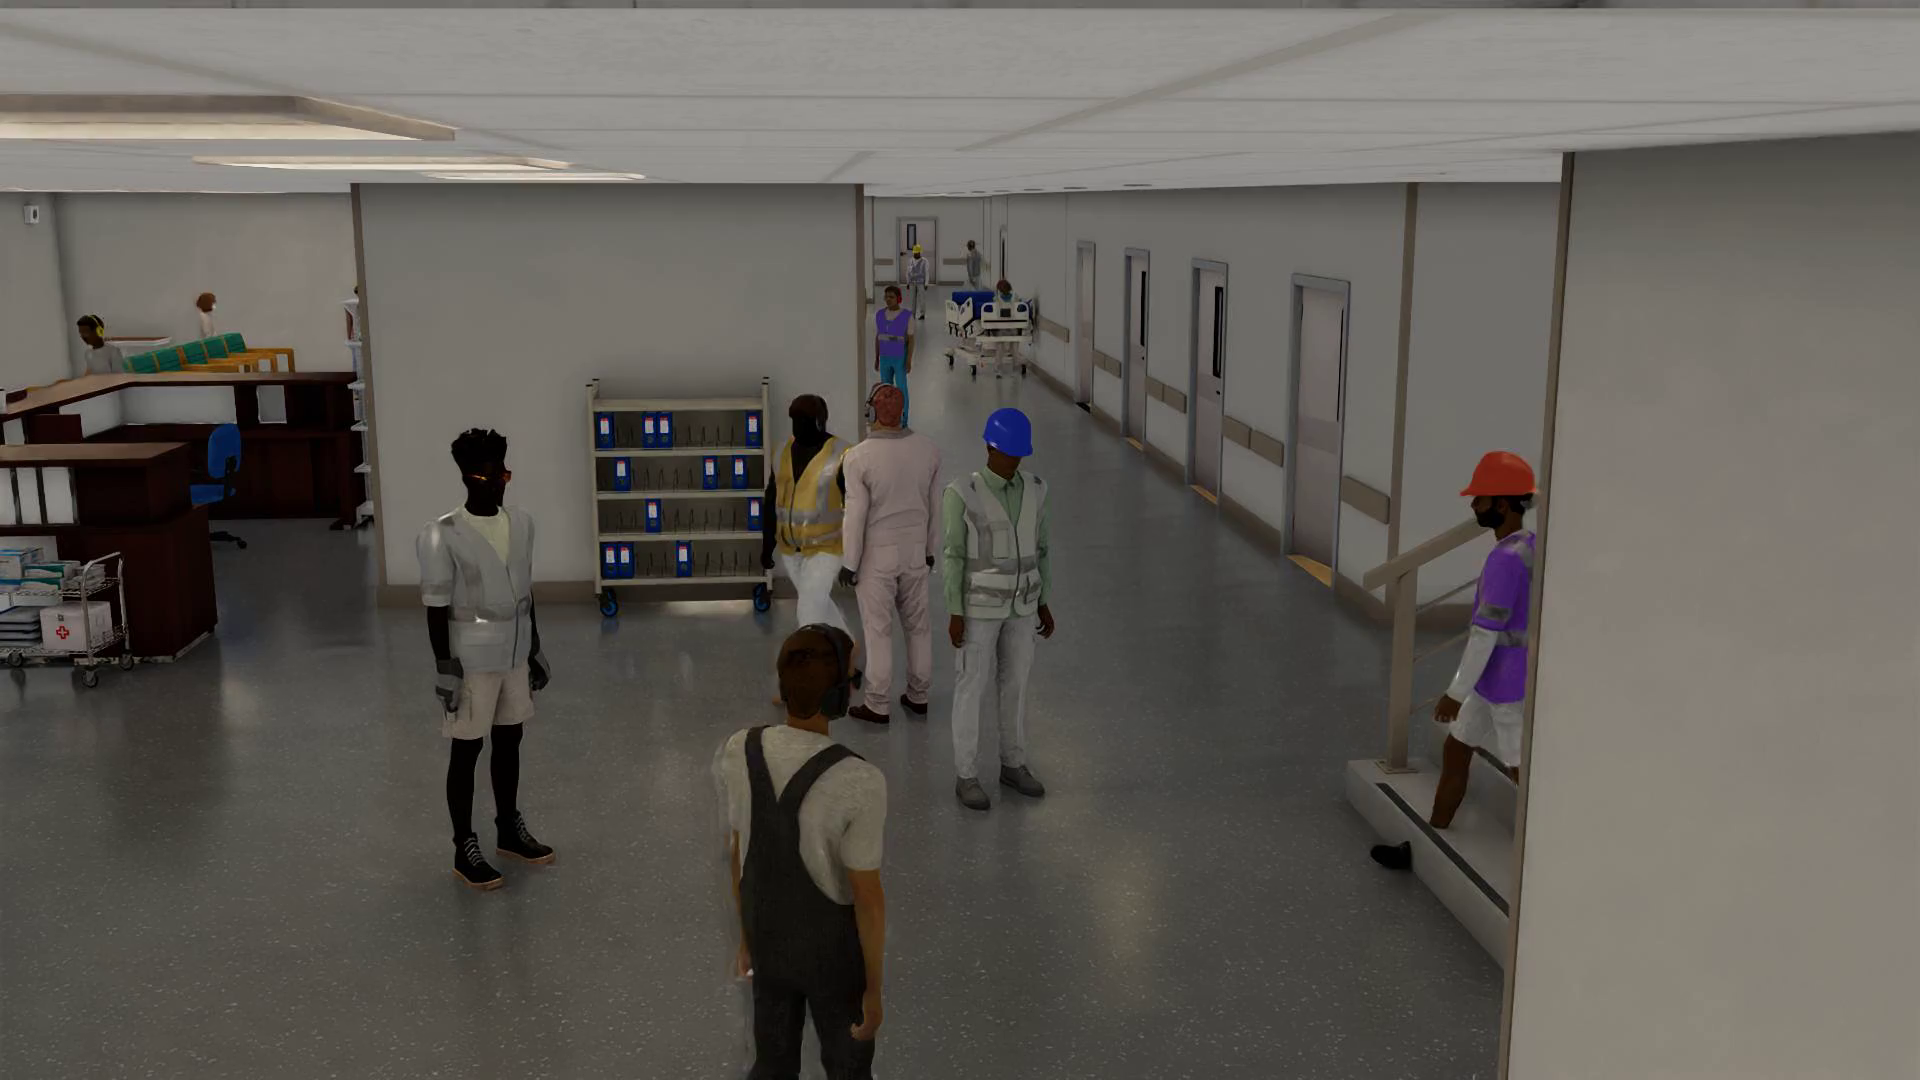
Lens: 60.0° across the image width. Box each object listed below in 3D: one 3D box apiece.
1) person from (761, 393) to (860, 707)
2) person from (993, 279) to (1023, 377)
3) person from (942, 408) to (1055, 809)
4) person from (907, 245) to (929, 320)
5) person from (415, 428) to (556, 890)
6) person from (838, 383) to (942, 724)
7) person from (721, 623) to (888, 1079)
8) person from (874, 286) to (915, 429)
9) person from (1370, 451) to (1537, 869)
[{"bbox_3d":[-0.865,0.013,9.904,0.638,1.803,0.950,7,14,32],"label":"person"},{"bbox_3d":[0.781,-3.490,27.467,0.524,1.619,0.481,2,12,7],"label":"person"},{"bbox_3d":[0.193,0.320,8.051,0.603,1.938,0.402,-7,14,-31],"label":"person"},{"bbox_3d":[-1.043,-6.296,40.673,0.590,1.824,0.403,5,13,24],"label":"person"},{"bbox_3d":[-2.018,0.491,7.141,0.367,1.966,0.604,7,13,30],"label":"person"},{"bbox_3d":[-0.410,0.072,9.334,0.636,1.911,0.404,-8,14,-36],"label":"person"},{"bbox_3d":[-0.438,1.121,4.414,0.527,1.825,0.705,6,13,25],"label":"person"},{"bbox_3d":[-0.828,-2.285,21.005,0.564,1.848,0.390,7,13,30],"label":"person"},{"bbox_3d":[2.305,0.574,6.945,1.001,1.890,0.548,4,12,20],"label":"person"}]
